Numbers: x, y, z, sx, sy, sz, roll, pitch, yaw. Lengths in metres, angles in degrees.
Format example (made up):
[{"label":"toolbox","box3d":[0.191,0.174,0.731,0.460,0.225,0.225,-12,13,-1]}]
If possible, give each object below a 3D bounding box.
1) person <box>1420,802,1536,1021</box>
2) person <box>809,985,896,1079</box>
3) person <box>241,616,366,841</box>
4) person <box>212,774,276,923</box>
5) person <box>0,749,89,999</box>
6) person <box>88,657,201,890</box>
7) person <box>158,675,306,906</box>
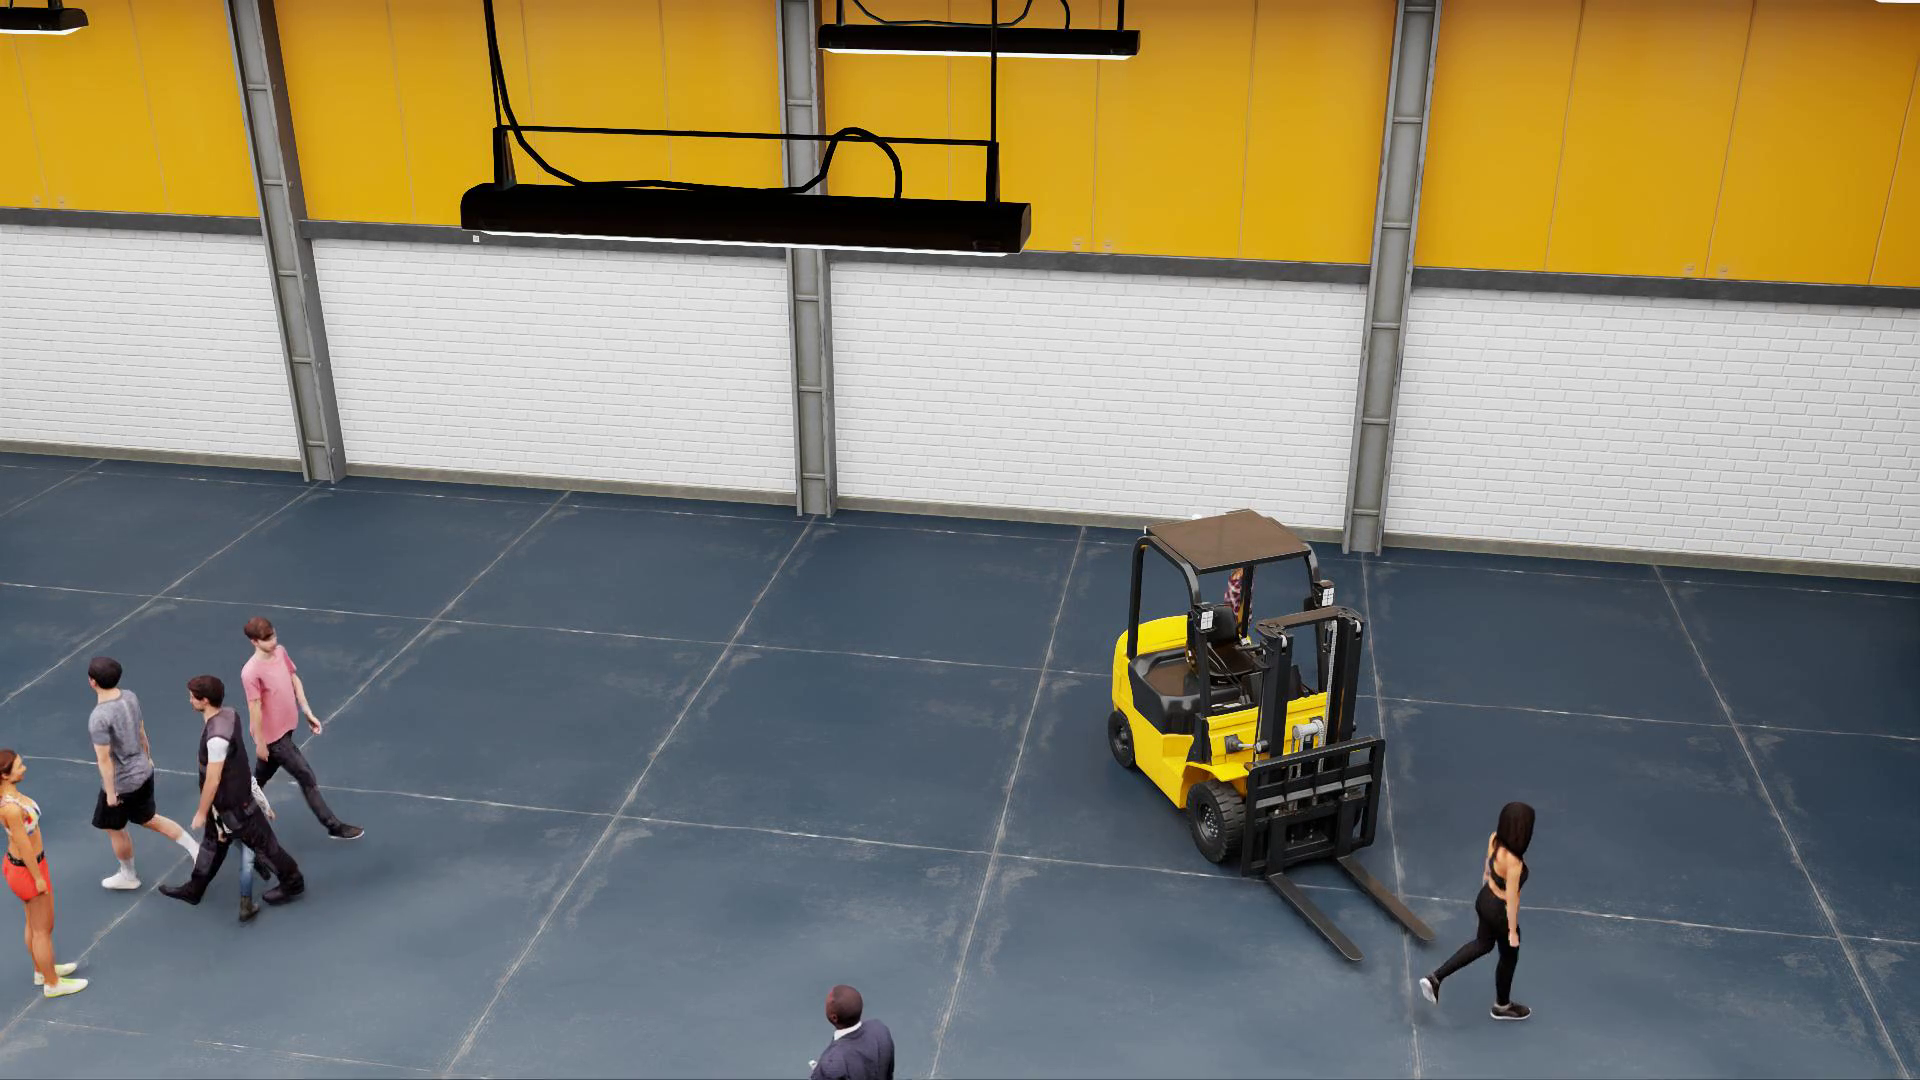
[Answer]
[{"label":"person","box3d":[3.350,2.376,10.566,1.032,1.624,0.761,-3,24,-7]},{"label":"person","box3d":[-0.493,3.148,8.609,1.308,1.779,1.052,16,28,32]},{"label":"person","box3d":[-5.179,1.433,12.375,1.278,1.904,0.759,1,24,1]},{"label":"person","box3d":[-5.076,2.069,11.698,0.933,1.281,0.719,-2,24,-4]},{"label":"person","box3d":[-6.091,2.165,10.842,0.737,1.790,0.668,-17,29,-34]},{"label":"person","box3d":[-5.827,1.702,11.842,1.077,1.838,0.679,2,24,6]},{"label":"person","box3d":[-5.012,1.795,11.672,1.260,1.804,1.088,-11,26,-23]}]
